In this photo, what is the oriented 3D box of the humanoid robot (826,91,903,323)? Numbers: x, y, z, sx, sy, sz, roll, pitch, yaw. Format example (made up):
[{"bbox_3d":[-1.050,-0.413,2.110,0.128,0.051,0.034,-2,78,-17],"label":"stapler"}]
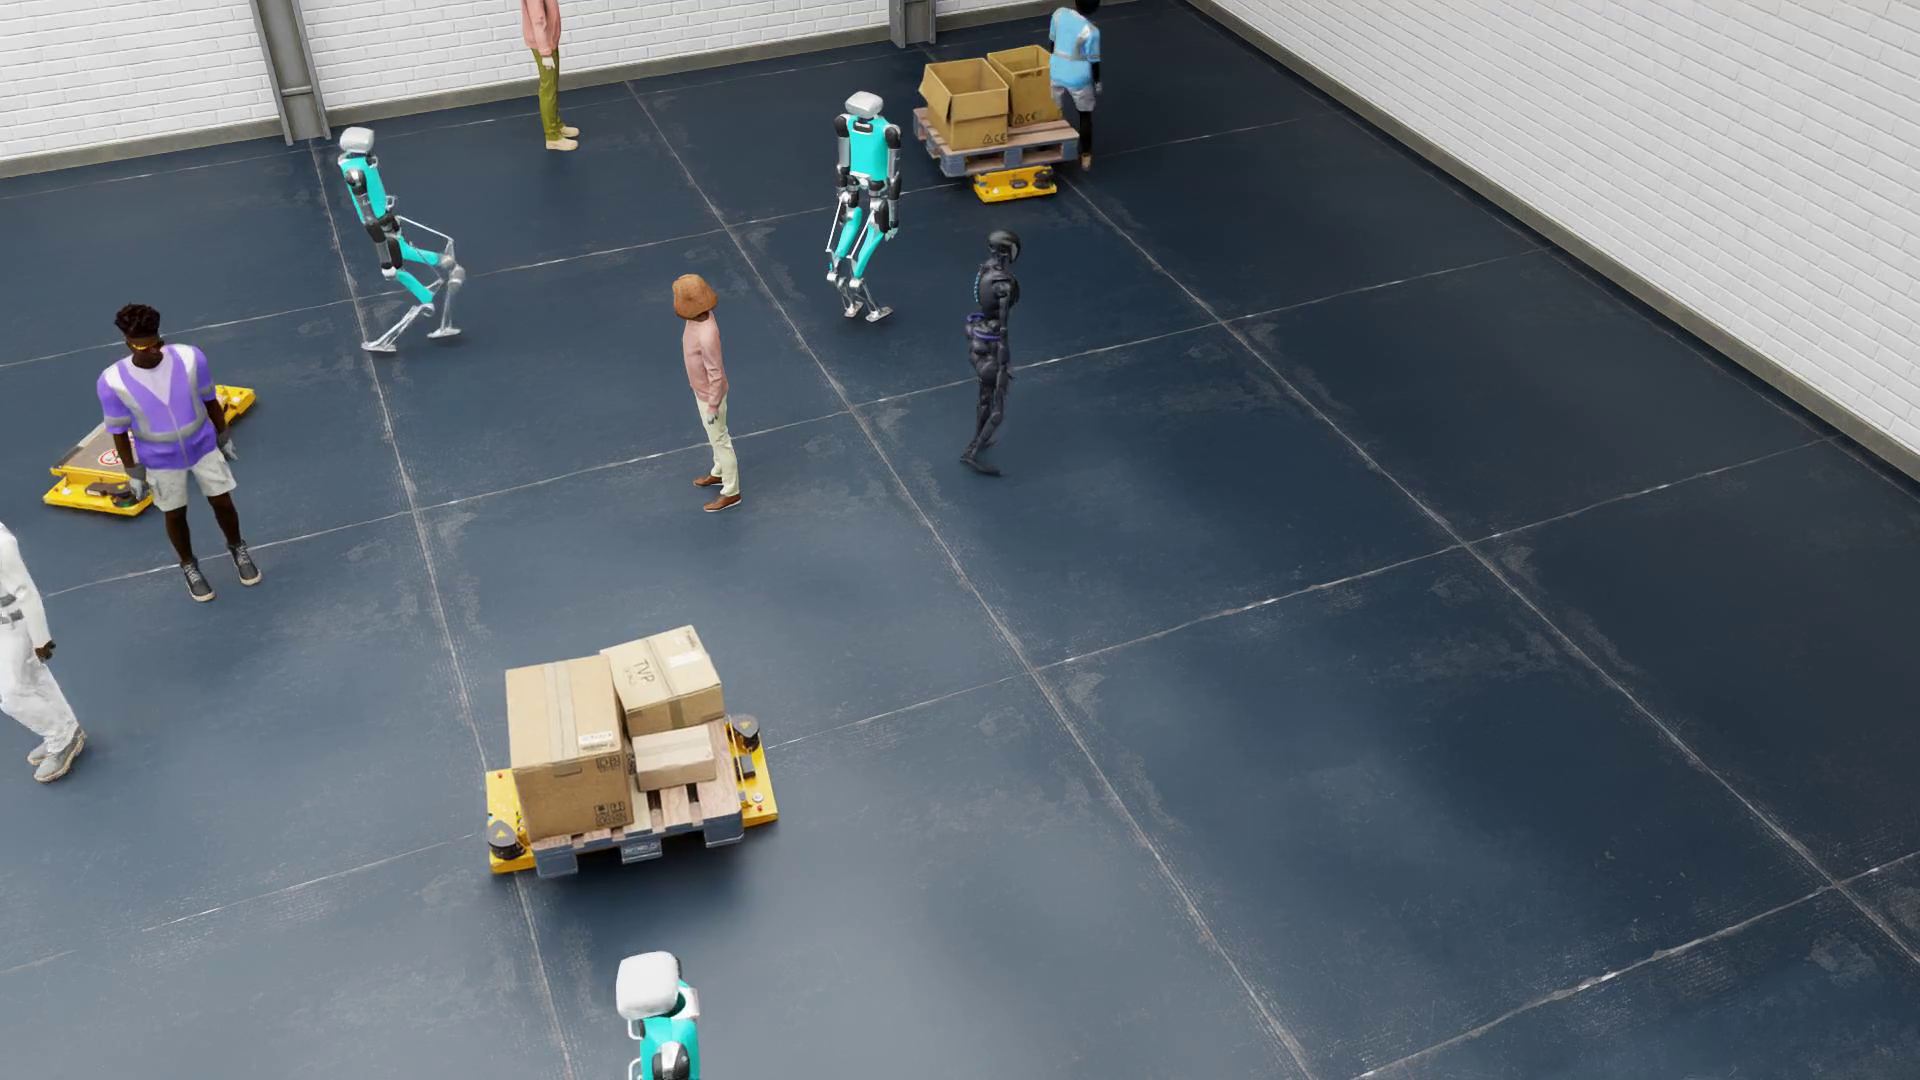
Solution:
[{"bbox_3d":[-0.764,-2.320,11.979,0.533,1.677,0.735,19,41,23],"label":"humanoid robot"}]

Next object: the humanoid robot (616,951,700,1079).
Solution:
[{"bbox_3d":[-1.359,2.236,6.175,0.946,1.772,0.545,-7,38,-9],"label":"humanoid robot"}]

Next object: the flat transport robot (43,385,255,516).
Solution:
[{"bbox_3d":[-5.418,-0.673,11.149,0.659,0.231,1.431,7,38,10],"label":"flat transport robot"}]

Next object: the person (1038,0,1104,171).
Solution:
[{"bbox_3d":[0.986,-3.991,14.320,0.557,1.658,0.420,25,44,29],"label":"person"}]

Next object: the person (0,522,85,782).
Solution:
[{"bbox_3d":[-4.880,0.438,8.389,0.597,1.870,0.492,24,44,28],"label":"person"}]

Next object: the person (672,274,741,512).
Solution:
[{"bbox_3d":[-1.583,-0.923,10.352,0.279,1.631,0.506,-11,39,-14],"label":"person"}]

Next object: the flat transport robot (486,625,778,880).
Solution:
[{"bbox_3d":[-1.706,1.294,8.589,1.431,0.231,0.659,-9,38,-11],"label":"flat transport robot"}]

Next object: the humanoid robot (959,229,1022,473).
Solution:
[{"bbox_3d":[0.176,-1.227,10.724,0.429,1.644,0.613,-7,38,-9],"label":"humanoid robot"}]

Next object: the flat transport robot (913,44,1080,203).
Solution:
[{"bbox_3d":[0.293,-3.383,14.677,0.659,0.231,1.431,-11,39,-14],"label":"flat transport robot"}]

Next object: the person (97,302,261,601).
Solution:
[{"bbox_3d":[-4.490,-0.505,9.553,0.613,1.954,0.410,-24,44,-28],"label":"person"}]

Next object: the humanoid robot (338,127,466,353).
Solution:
[{"bbox_3d":[-3.915,-2.102,11.791,0.950,1.736,0.544,-8,38,-10],"label":"humanoid robot"}]

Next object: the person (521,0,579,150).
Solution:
[{"bbox_3d":[-3.658,-4.372,14.678,0.348,1.834,0.537,-4,38,-5],"label":"person"}]
